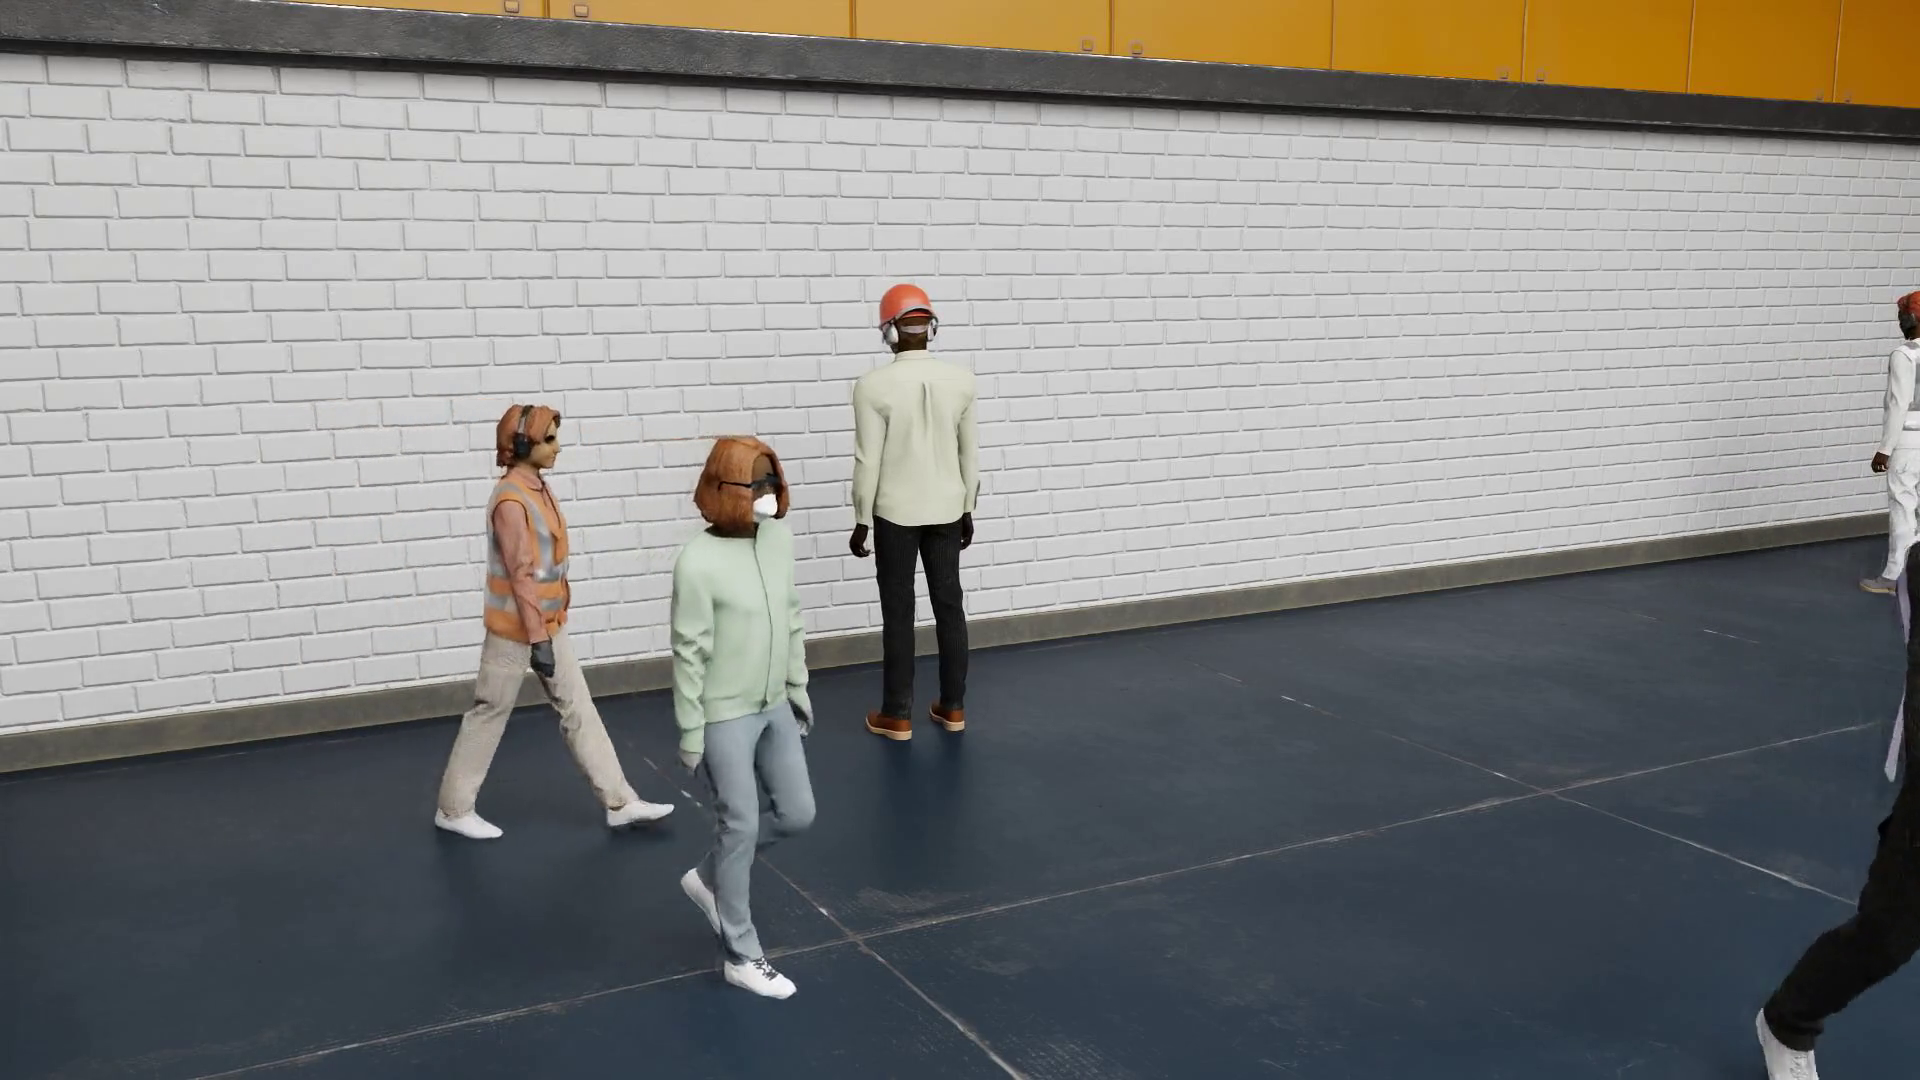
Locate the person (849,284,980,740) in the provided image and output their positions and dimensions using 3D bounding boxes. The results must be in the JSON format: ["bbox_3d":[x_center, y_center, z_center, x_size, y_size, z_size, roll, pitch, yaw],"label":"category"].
[{"bbox_3d":[-0.203,-0.120,7.290,0.609,1.986,0.393,-5,11,-27],"label":"person"}]

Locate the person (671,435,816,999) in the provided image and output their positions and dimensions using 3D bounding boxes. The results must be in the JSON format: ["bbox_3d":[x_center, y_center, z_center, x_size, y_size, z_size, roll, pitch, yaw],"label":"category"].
[{"bbox_3d":[-0.646,0.497,4.775,0.420,1.617,0.523,6,12,31],"label":"person"}]

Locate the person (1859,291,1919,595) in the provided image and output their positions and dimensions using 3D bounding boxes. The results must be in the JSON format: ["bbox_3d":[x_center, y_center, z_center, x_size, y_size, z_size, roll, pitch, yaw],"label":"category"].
[{"bbox_3d":[5.894,-0.592,10.305,0.573,1.883,0.353,-5,11,-27],"label":"person"}]

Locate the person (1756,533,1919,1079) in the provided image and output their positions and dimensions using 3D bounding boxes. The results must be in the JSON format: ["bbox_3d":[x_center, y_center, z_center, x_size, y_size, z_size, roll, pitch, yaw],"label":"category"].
[{"bbox_3d":[2.260,0.559,3.736,0.618,1.867,0.998,-2,10,-11],"label":"person"}]

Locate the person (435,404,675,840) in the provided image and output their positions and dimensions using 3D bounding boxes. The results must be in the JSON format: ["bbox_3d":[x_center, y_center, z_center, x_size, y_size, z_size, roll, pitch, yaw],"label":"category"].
[{"bbox_3d":[-1.517,0.309,5.953,0.876,1.586,0.540,0,10,1],"label":"person"}]
